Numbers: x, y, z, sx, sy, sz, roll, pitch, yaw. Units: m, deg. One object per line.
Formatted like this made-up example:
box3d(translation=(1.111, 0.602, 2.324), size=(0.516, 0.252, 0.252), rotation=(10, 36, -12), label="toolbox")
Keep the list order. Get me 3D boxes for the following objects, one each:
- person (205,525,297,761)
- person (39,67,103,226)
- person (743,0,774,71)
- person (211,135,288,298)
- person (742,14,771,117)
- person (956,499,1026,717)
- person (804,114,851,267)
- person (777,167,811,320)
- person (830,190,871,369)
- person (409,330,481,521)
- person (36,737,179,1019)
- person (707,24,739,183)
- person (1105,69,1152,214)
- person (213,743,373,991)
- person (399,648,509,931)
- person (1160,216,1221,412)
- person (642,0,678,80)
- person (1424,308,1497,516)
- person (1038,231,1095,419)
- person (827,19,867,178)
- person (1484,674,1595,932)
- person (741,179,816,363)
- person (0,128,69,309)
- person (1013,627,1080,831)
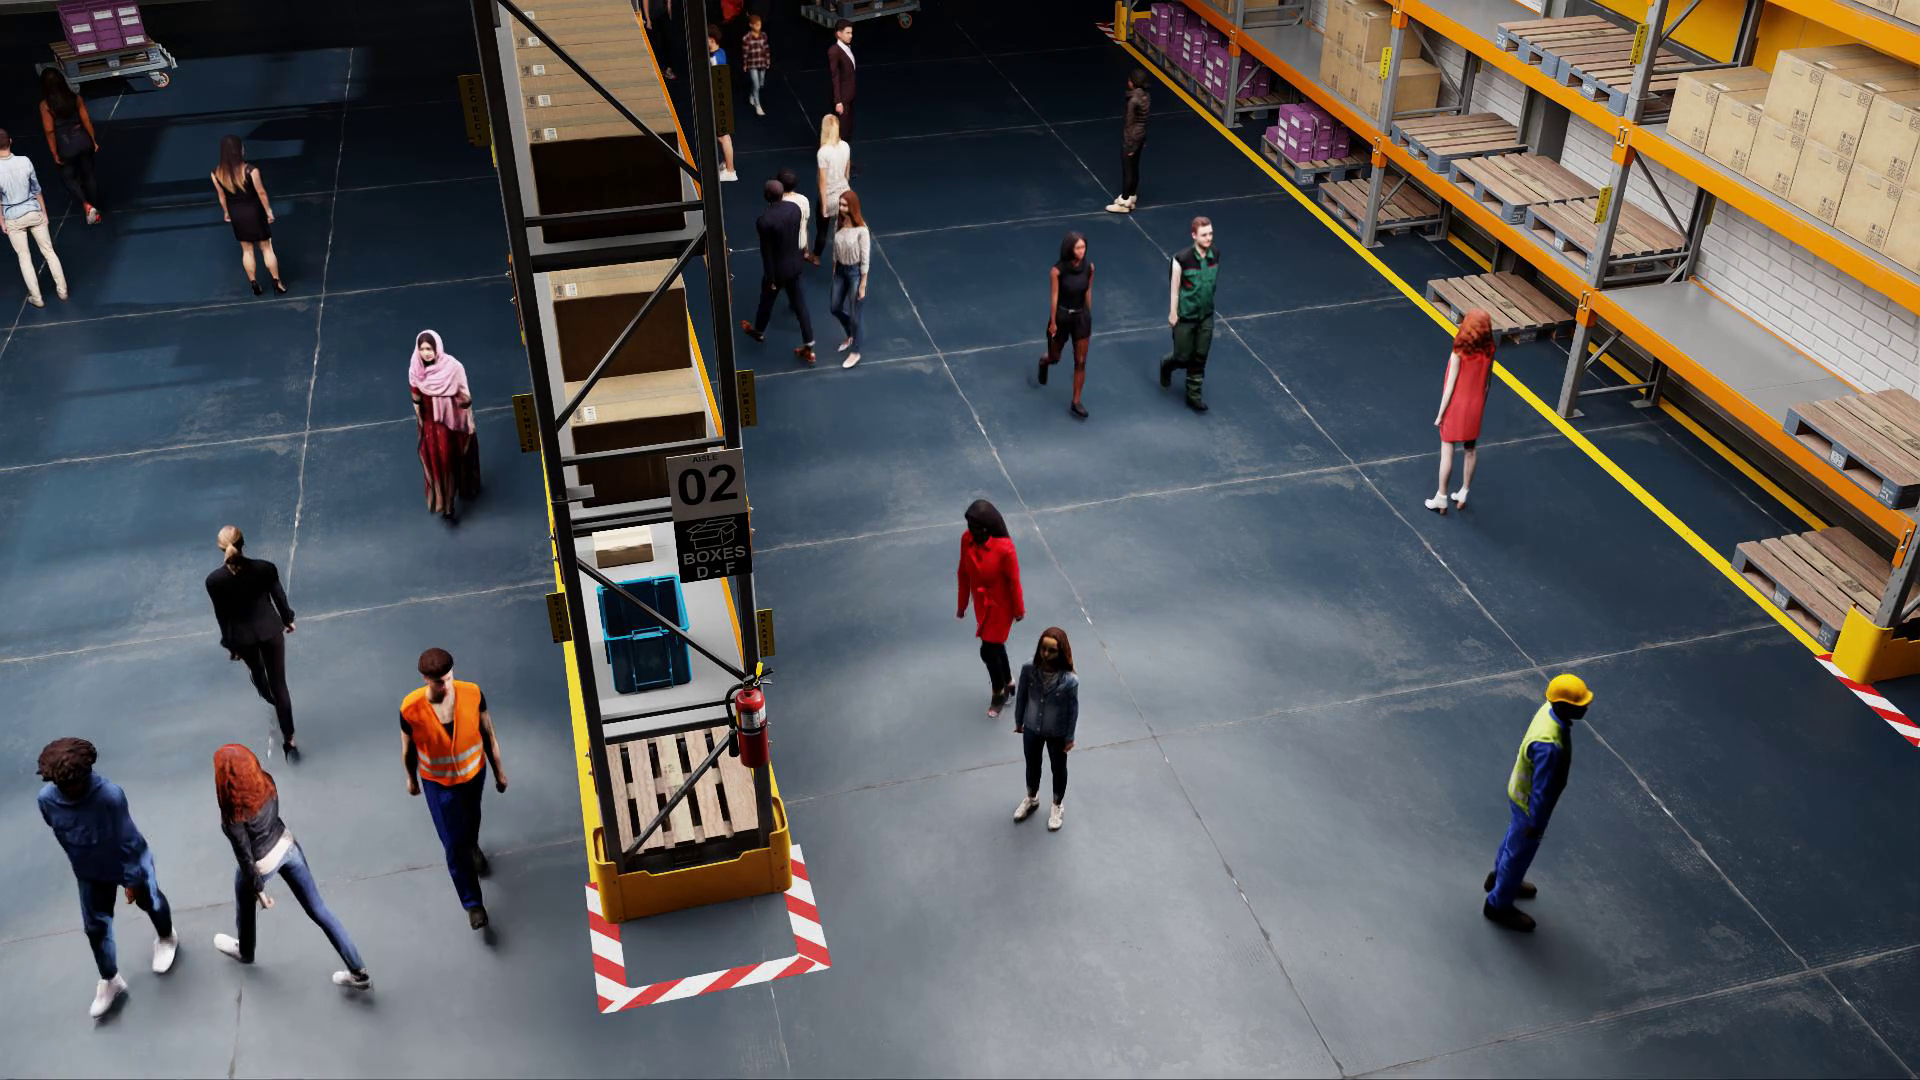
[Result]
box3d(translation=(-4.656, 0.723, 11.073), size=(0.728, 1.654, 1.086), rotation=(-13, 36, -19), label="person")
box3d(translation=(-9.888, -4.365, 18.594), size=(0.889, 1.801, 1.012), rotation=(-27, 42, -34), label="person")
box3d(translation=(-2.762, -7.404, 23.208), size=(0.794, 1.755, 0.984), rotation=(-21, 39, -28), label="person")
box3d(translation=(-7.310, -3.314, 17.094), size=(0.694, 1.712, 0.656), rotation=(-2, 34, -4), label="person")
box3d(translation=(-2.718, -6.315, 21.990), size=(0.663, 1.289, 0.898), rotation=(-16, 37, -22), label="person")
box3d(translation=(0.275, 0.419, 11.471), size=(0.760, 1.720, 0.838), rotation=(22, 39, 29), label="person")
box3d(translation=(-1.230, -3.475, 17.279), size=(0.990, 1.775, 1.269), rotation=(-25, 41, -33), label="person")
box3d(translation=(-1.670, -2.930, 16.642), size=(0.695, 1.572, 0.895), rotation=(-15, 36, -21), label="person")
box3d(translation=(-1.002, -2.530, 15.906), size=(0.778, 1.721, 0.837), rotation=(20, 38, 27), label="person")
box3d(translation=(-4.242, -1.038, 13.743), size=(0.683, 1.631, 0.989), rotation=(-7, 34, -11), label="person")
box3d(translation=(-4.765, 1.753, 9.407), size=(0.790, 1.782, 0.939), rotation=(-2, 34, -2), label="person")
box3d(translation=(-2.866, -5.215, 19.815), size=(0.731, 1.866, 0.547), rotation=(-5, 34, -7), label="person")
box3d(translation=(1.989, -4.561, 19.011), size=(0.776, 1.666, 0.717), rotation=(26, 41, 33), label="person")
box3d(translation=(-3.753, 1.865, 9.287), size=(1.175, 1.729, 1.238), rotation=(12, 36, 18), label="person")
box3d(translation=(-3.051, 1.340, 9.979), size=(0.894, 1.838, 1.230), rotation=(-16, 37, -23), label="person")
box3d(translation=(2.087, -2.092, 15.146), size=(0.740, 1.833, 0.953), rotation=(-14, 36, -21), label="person")
box3d(translation=(-4.241, -7.301, 23.078), size=(0.901, 1.728, 1.149), rotation=(-24, 40, -31), label="person")
box3d(translation=(4.106, -1.046, 13.578), size=(0.599, 1.826, 0.522), rotation=(-11, 35, -16), label="person")
box3d(translation=(0.955, -1.988, 15.089), size=(0.683, 1.724, 1.021), rotation=(-13, 36, -19), label="person")
box3d(translation=(-1.413, -5.329, 19.988), size=(0.838, 1.864, 0.719), rotation=(8, 34, 12), label="person")
box3d(translation=(3.389, 1.488, 9.779), size=(0.818, 1.812, 0.729), rotation=(11, 35, 17), label="person")
box3d(translation=(-1.622, -2.526, 15.857), size=(1.041, 1.769, 1.275), rotation=(-27, 42, -34), label="person")
box3d(translation=(-9.535, -3.286, 16.929), size=(0.724, 1.848, 0.720), rotation=(-27, 42, -34), label="person")
box3d(translation=(0.555, 1.179, 10.547), size=(0.641, 1.478, 0.680), rotation=(13, 36, 19), label="person")
